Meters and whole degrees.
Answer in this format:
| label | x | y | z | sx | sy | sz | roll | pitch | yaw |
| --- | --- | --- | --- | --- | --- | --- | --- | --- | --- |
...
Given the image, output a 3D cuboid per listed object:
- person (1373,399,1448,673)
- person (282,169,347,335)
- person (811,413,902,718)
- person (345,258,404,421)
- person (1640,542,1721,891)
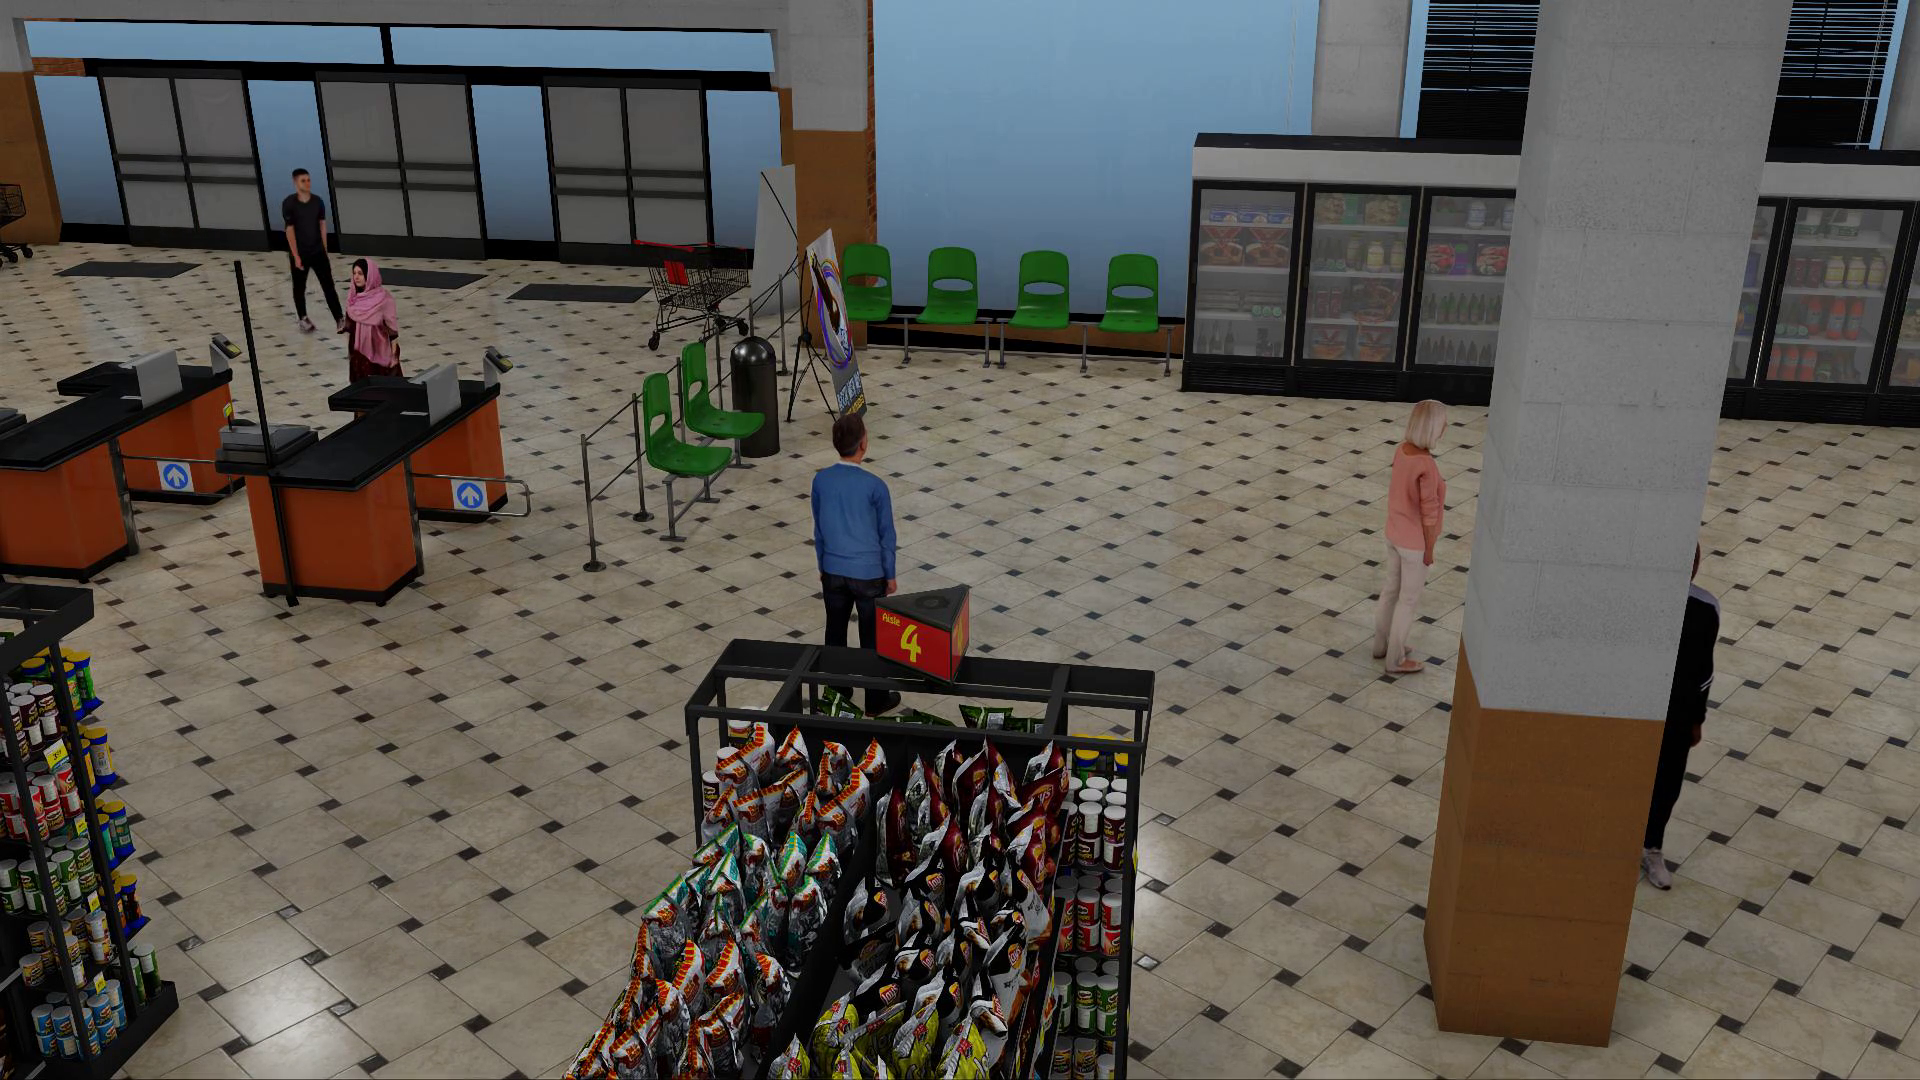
| label | x | y | z | sx | sy | sz | roll | pitch | yaw |
| --- | --- | --- | --- | --- | --- | --- | --- | --- | --- |
| person | 2.731 | -0.033 | 10.110 | 0.722 | 1.725 | 0.596 | -6 | 23 | -14 |
| person | -6.927 | -3.014 | 17.543 | 1.160 | 1.714 | 1.121 | -20 | 29 | -41 |
| person | -0.606 | 0.149 | 9.528 | 0.692 | 1.820 | 0.637 | 8 | 23 | 20 |
| person | -4.964 | -1.586 | 14.092 | 0.659 | 1.637 | 0.599 | 5 | 22 | 12 |
| person | 3.308 | 0.793 | 7.924 | 0.693 | 1.822 | 0.633 | -1 | 22 | -3 |
